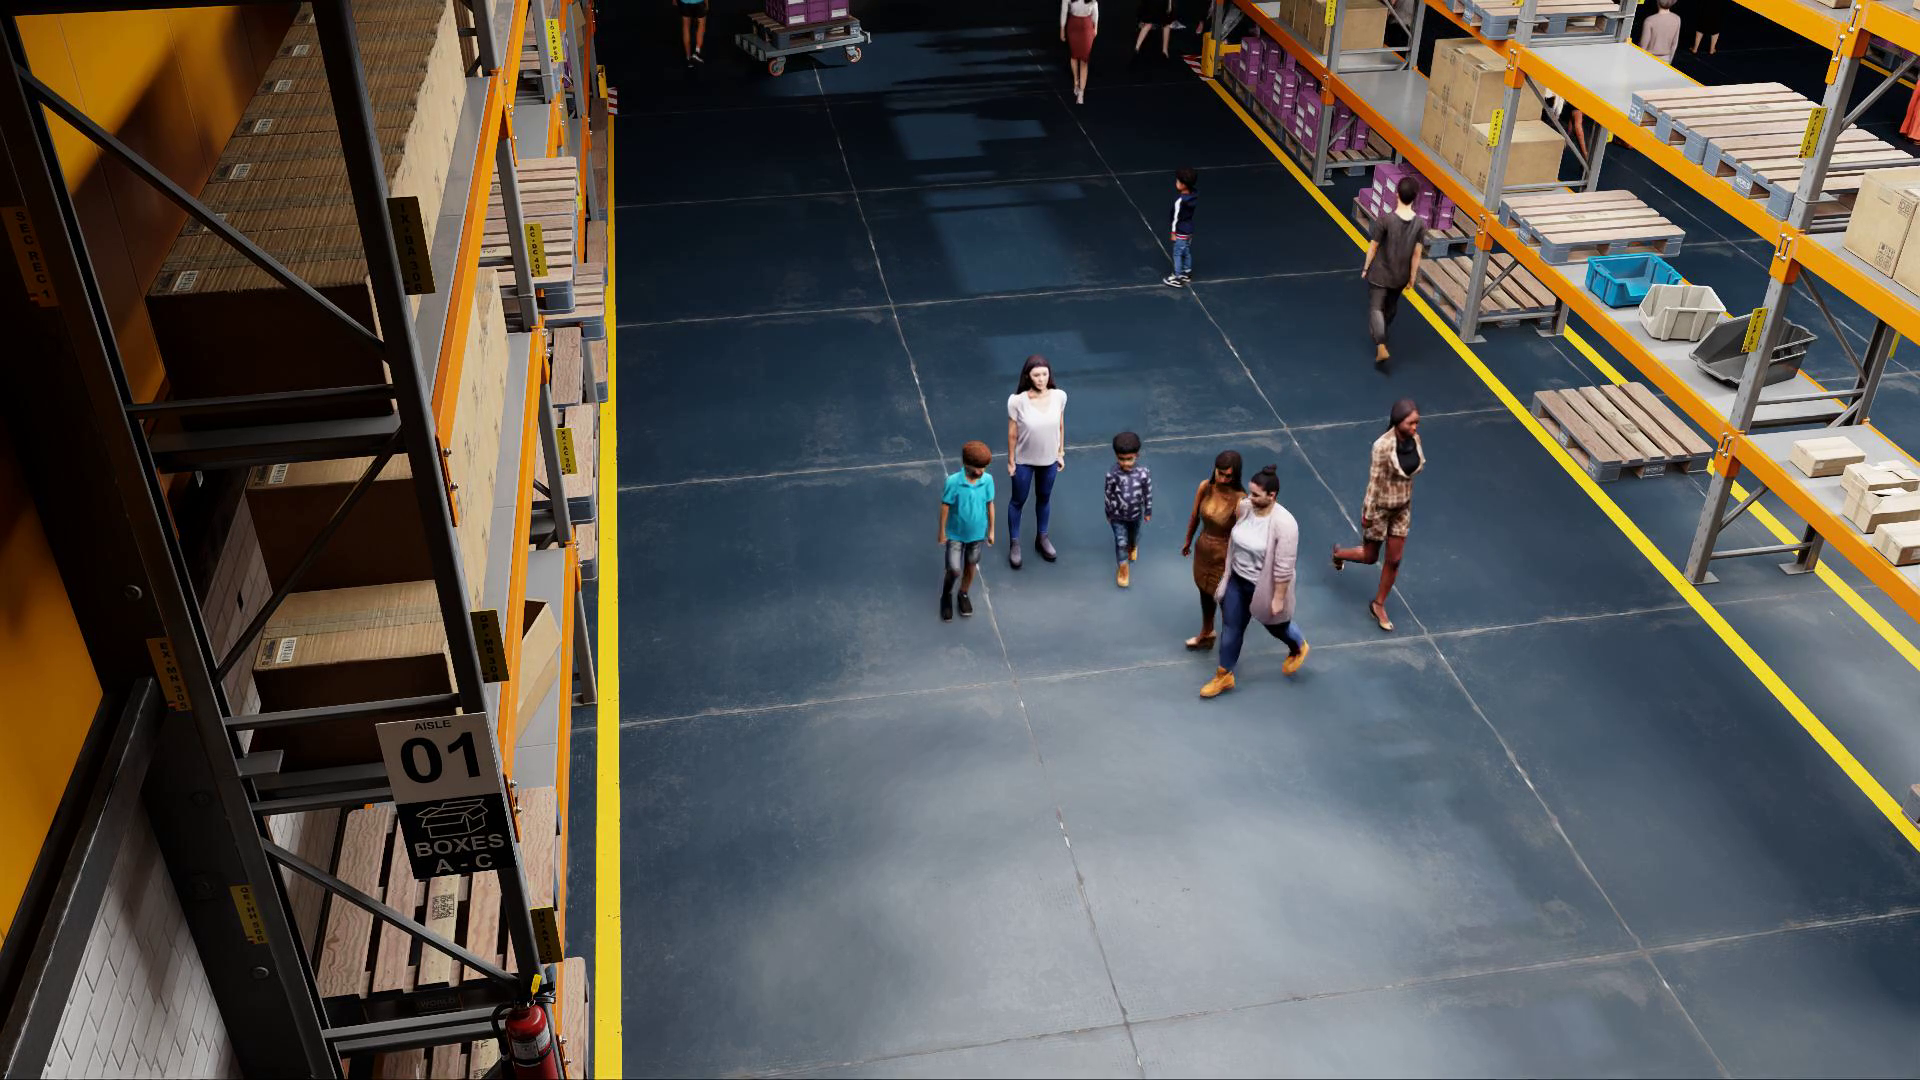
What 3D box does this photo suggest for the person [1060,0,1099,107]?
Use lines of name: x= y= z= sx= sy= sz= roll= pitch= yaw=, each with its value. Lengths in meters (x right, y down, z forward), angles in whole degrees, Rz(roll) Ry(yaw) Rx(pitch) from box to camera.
person: x=1.497 y=-6.375 z=20.899 sx=0.779 sy=1.707 sz=1.117 roll=1 pitch=34 yaw=1

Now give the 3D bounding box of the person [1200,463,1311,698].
person: x=2.062 y=0.244 z=10.938 sx=1.076 sy=1.710 sz=1.151 roll=-24 pitch=41 yaw=-32

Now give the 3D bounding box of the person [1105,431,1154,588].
person: x=1.212 y=-0.270 z=12.138 sx=0.572 sy=1.237 sz=0.729 roll=-2 pitch=34 yaw=-3

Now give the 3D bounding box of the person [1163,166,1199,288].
person: x=2.201 y=-3.099 z=16.409 sx=0.642 sy=1.220 sz=0.585 roll=22 pitch=40 yaw=30

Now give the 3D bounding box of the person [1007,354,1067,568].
person: x=0.545 y=-0.589 z=12.213 sx=0.631 sy=1.684 sz=0.568 roll=-11 pitch=35 yaw=-15

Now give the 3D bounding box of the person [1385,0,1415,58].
person: x=5.638 y=-6.525 z=21.152 sx=0.673 sy=1.677 sz=1.129 roll=-9 pitch=35 yaw=-13

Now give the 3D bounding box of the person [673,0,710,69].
person: x=-3.550 y=-7.098 z=21.934 sx=0.736 sy=1.764 sz=0.740 roll=-1 pitch=34 yaw=-1

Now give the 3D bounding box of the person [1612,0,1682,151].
person: x=8.097 y=-5.511 z=19.447 sx=0.670 sy=1.876 sz=0.589 roll=-6 pitch=34 yaw=-10

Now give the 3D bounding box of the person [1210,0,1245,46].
person: x=3.541 y=-7.548 z=22.613 sx=0.720 sy=1.762 sz=0.587 roll=-8 pitch=34 yaw=-12

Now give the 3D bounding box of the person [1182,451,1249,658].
person: x=1.744 y=0.113 z=11.164 sx=0.779 sy=1.678 sz=0.651 roll=-25 pitch=41 yaw=-33

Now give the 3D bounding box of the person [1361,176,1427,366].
person: x=3.870 y=-2.387 z=14.912 sx=0.700 sy=1.693 sz=1.058 roll=-2 pitch=34 yaw=-3

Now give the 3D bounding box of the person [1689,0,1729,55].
person: x=10.245 y=-7.431 z=22.560 sx=0.654 sy=1.626 sz=0.685 roll=9 pitch=35 yaw=13

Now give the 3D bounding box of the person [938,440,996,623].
person: x=0.028 y=-0.118 z=11.736 sx=0.576 sy=1.430 sz=0.562 roll=-8 pitch=34 yaw=-12

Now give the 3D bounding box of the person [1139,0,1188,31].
person: x=2.799 y=-8.004 z=23.358 sx=1.011 sy=1.698 sz=0.987 roll=16 pitch=37 yaw=23

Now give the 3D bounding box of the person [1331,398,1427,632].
person: x=2.916 y=-0.228 z=11.589 sx=0.762 sy=1.775 sz=1.024 roll=-16 pitch=37 yaw=-23

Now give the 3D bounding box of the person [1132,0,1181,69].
person: x=2.568 y=-7.050 z=21.908 sx=1.106 sy=1.715 sz=1.106 roll=25 pitch=41 yaw=33
